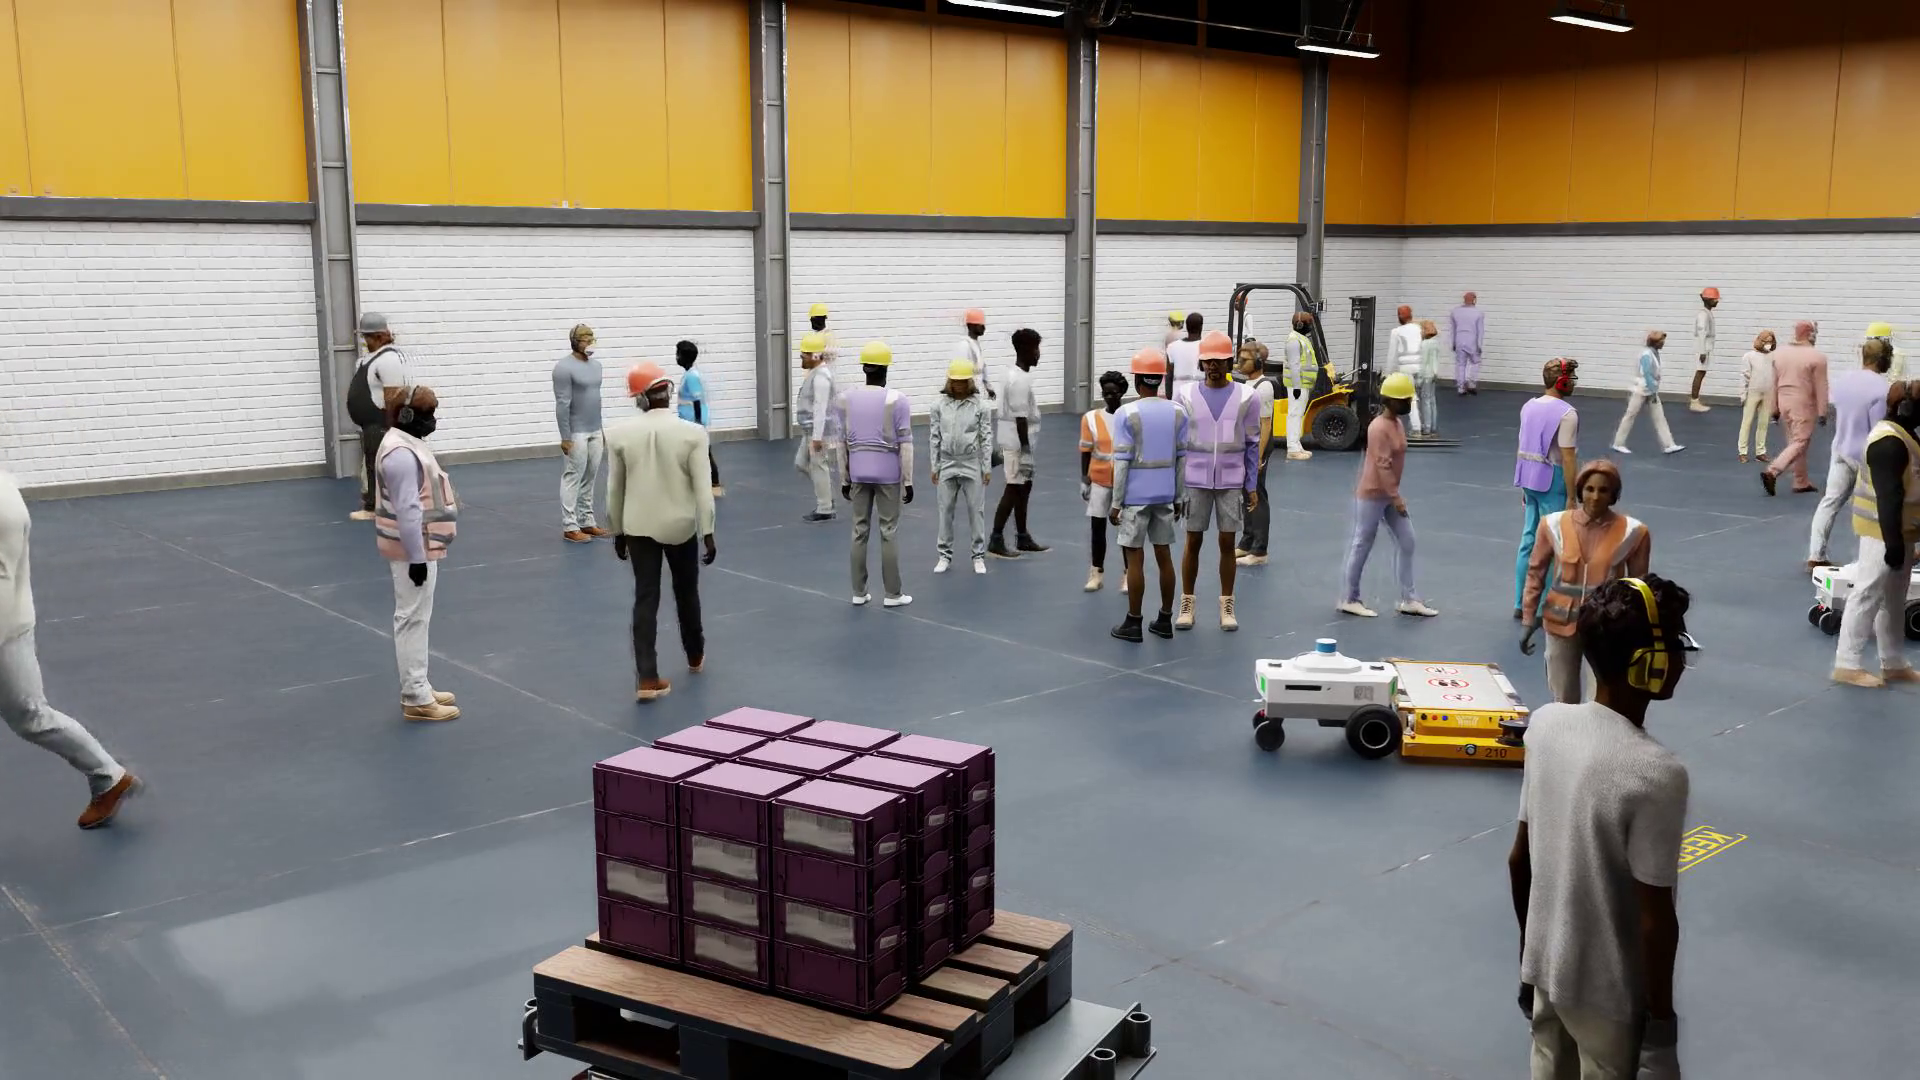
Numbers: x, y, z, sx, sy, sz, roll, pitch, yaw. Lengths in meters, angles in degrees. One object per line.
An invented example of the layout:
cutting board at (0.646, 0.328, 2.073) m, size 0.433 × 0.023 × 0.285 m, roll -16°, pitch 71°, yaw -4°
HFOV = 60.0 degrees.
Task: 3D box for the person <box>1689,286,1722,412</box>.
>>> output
person at (12.164, -3.107, 27.124) m, size 0.390 × 2.040 × 0.614 m, roll 5°, pitch 11°, yaw 27°

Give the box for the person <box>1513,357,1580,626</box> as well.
person at (4.036, -0.332, 11.454) m, size 0.373 × 1.843 × 0.571 m, roll -3°, pitch 10°, yaw -15°

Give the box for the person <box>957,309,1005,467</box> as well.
person at (0.257, -1.821, 20.050) m, size 0.953 × 1.890 × 0.552 m, roll 2°, pitch 10°, yaw 14°

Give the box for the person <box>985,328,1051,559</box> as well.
person at (0.488, -0.810, 14.050) m, size 0.555 × 1.943 × 0.696 m, roll 0°, pitch 10°, yaw 0°

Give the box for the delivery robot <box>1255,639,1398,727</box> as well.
delivery robot at (1.884, 0.754, 8.596) m, size 0.707 × 0.478 × 0.477 m, roll 1°, pitch 10°, yaw 7°

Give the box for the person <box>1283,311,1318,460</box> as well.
person at (4.269, -1.938, 20.866) m, size 0.429 × 1.846 × 0.626 m, roll 3°, pitch 10°, yaw 19°

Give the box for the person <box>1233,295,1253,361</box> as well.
person at (4.749, -3.213, 28.213) m, size 0.356 × 1.883 × 0.574 m, roll -4°, pitch 10°, yaw -21°

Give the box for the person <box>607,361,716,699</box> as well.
person at (-1.746, -0.077, 9.754) m, size 0.648 × 1.926 × 1.035 m, roll 0°, pitch 10°, yaw 2°

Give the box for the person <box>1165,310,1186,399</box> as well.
person at (3.110, -2.506, 24.440) m, size 0.655 × 1.747 × 0.534 m, roll -2°, pitch 10°, yaw -11°

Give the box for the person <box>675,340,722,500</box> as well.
person at (-2.857, -1.219, 17.167) m, size 0.832 × 1.658 × 0.538 m, roll -1°, pitch 10°, yaw -7°

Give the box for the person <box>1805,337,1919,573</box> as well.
person at (7.240, -0.663, 13.248) m, size 1.006 × 1.883 × 0.648 m, roll -2°, pitch 10°, yaw -14°

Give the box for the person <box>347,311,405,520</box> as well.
person at (-5.518, -1.220, 16.080) m, size 0.791 × 2.000 × 0.696 m, roll -5°, pitch 11°, yaw -25°

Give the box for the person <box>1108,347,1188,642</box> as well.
person at (1.223, -0.294, 10.963) m, size 0.552 × 1.937 × 0.356 m, roll -5°, pitch 11°, yaw -25°

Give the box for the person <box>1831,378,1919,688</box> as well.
person at (5.505, -0.021, 9.811) m, size 0.649 × 1.834 × 0.649 m, roll 7°, pitch 12°, yaw 35°

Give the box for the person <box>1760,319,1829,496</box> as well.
person at (8.866, -1.401, 17.629) m, size 0.869 × 1.877 × 0.653 m, roll -3°, pitch 10°, yaw -20°

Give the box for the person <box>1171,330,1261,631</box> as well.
person at (1.714, -0.392, 11.230) m, size 0.614 × 2.040 × 0.391 m, roll 1°, pitch 10°, yaw 7°

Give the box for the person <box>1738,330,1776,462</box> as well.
person at (9.847, -1.766, 20.471) m, size 0.498 × 1.633 × 0.286 m, roll 0°, pitch 10°, yaw -3°

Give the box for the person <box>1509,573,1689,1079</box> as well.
person at (1.395, 0.992, 3.633) m, size 0.330 × 1.872 × 0.512 m, roll -3°, pitch 10°, yaw -15°

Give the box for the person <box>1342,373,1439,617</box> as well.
person at (3.010, -0.288, 11.521) m, size 0.772 × 1.732 × 0.526 m, roll 8°, pitch 12°, yaw 38°

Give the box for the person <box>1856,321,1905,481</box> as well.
person at (10.325, -1.543, 18.654) m, size 0.483 × 1.810 × 0.606 m, roll 0°, pitch 10°, yaw -2°

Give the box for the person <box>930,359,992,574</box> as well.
person at (0.005, -0.577, 13.243) m, size 0.496 × 1.732 × 0.378 m, roll 2°, pitch 10°, yaw 9°

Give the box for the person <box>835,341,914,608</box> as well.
person at (-0.606, -0.468, 12.010) m, size 0.587 × 1.927 × 0.364 m, roll 3°, pitch 10°, yaw 19°

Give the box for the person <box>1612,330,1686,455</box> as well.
person at (8.786, -1.869, 21.204) m, size 0.527 × 1.590 × 0.904 m, roll -9°, pitch 14°, yaw -44°

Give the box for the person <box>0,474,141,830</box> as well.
person at (-4.087, 0.384, 7.086) m, size 0.628 × 1.911 × 0.952 m, roll 7°, pitch 12°, yaw 35°

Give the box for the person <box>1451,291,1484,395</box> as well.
person at (9.263, -3.573, 30.298) m, size 0.655 × 1.891 × 0.503 m, roll 8°, pitch 12°, yaw 39°

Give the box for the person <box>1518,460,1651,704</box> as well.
person at (2.838, 0.445, 7.593) m, size 0.531 × 1.610 × 0.681 m, roll 5°, pitch 11°, yaw 29°

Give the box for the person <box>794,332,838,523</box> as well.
person at (-1.367, -1.053, 15.753) m, size 0.428 × 1.815 × 0.627 m, roll -1°, pitch 10°, yaw -9°

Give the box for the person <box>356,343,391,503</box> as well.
person at (-5.825, -1.236, 16.836) m, size 0.892 × 1.814 × 0.623 m, roll 8°, pitch 12°, yaw 38°

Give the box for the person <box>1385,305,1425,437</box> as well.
person at (6.340, -2.377, 23.449) m, size 0.603 × 1.835 × 0.684 m, roll -2°, pitch 10°, yaw -13°

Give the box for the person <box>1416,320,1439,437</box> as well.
person at (6.574, -2.273, 23.439) m, size 0.268 × 1.632 × 0.507 m, roll 7°, pitch 12°, yaw 37°

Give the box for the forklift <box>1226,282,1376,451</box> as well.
forklift at (4.328, -2.346, 22.227) m, size 2.313 × 2.155 × 1.214 m, roll 3°, pitch 10°, yaw 16°

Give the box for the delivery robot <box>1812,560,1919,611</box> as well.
delivery robot at (6.146, 0.310, 11.192) m, size 0.707 × 0.478 × 0.477 m, roll 2°, pitch 10°, yaw 11°

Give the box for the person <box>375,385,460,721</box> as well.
person at (-2.977, 0.068, 9.146) m, size 0.430 × 1.838 × 0.619 m, roll -3°, pitch 10°, yaw -18°

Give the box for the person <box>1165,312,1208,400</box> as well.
person at (2.561, -1.556, 18.418) m, size 0.597 × 1.916 × 0.374 m, roll 5°, pitch 11°, yaw 28°

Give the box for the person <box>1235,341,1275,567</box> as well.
person at (2.389, -0.707, 13.649) m, size 0.345 × 1.847 × 0.508 m, roll -2°, pitch 10°, yaw -10°

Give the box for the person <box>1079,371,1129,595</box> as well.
person at (1.160, -0.431, 12.500) m, size 0.538 × 1.690 × 0.318 m, roll 2°, pitch 10°, yaw 14°

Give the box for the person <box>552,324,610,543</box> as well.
person at (-3.364, -0.950, 14.798) m, size 0.352 × 1.937 × 0.635 m, roll 4°, pitch 10°, yaw 21°

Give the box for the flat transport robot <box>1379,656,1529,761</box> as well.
flat transport robot at (2.644, 0.882, 8.947) m, size 0.652 × 0.197 × 1.431 m, roll 1°, pitch 10°, yaw 8°

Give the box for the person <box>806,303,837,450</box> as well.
person at (-1.819, -2.134, 21.763) m, size 0.371 × 1.925 × 0.595 m, roll -5°, pitch 11°, yaw -26°
